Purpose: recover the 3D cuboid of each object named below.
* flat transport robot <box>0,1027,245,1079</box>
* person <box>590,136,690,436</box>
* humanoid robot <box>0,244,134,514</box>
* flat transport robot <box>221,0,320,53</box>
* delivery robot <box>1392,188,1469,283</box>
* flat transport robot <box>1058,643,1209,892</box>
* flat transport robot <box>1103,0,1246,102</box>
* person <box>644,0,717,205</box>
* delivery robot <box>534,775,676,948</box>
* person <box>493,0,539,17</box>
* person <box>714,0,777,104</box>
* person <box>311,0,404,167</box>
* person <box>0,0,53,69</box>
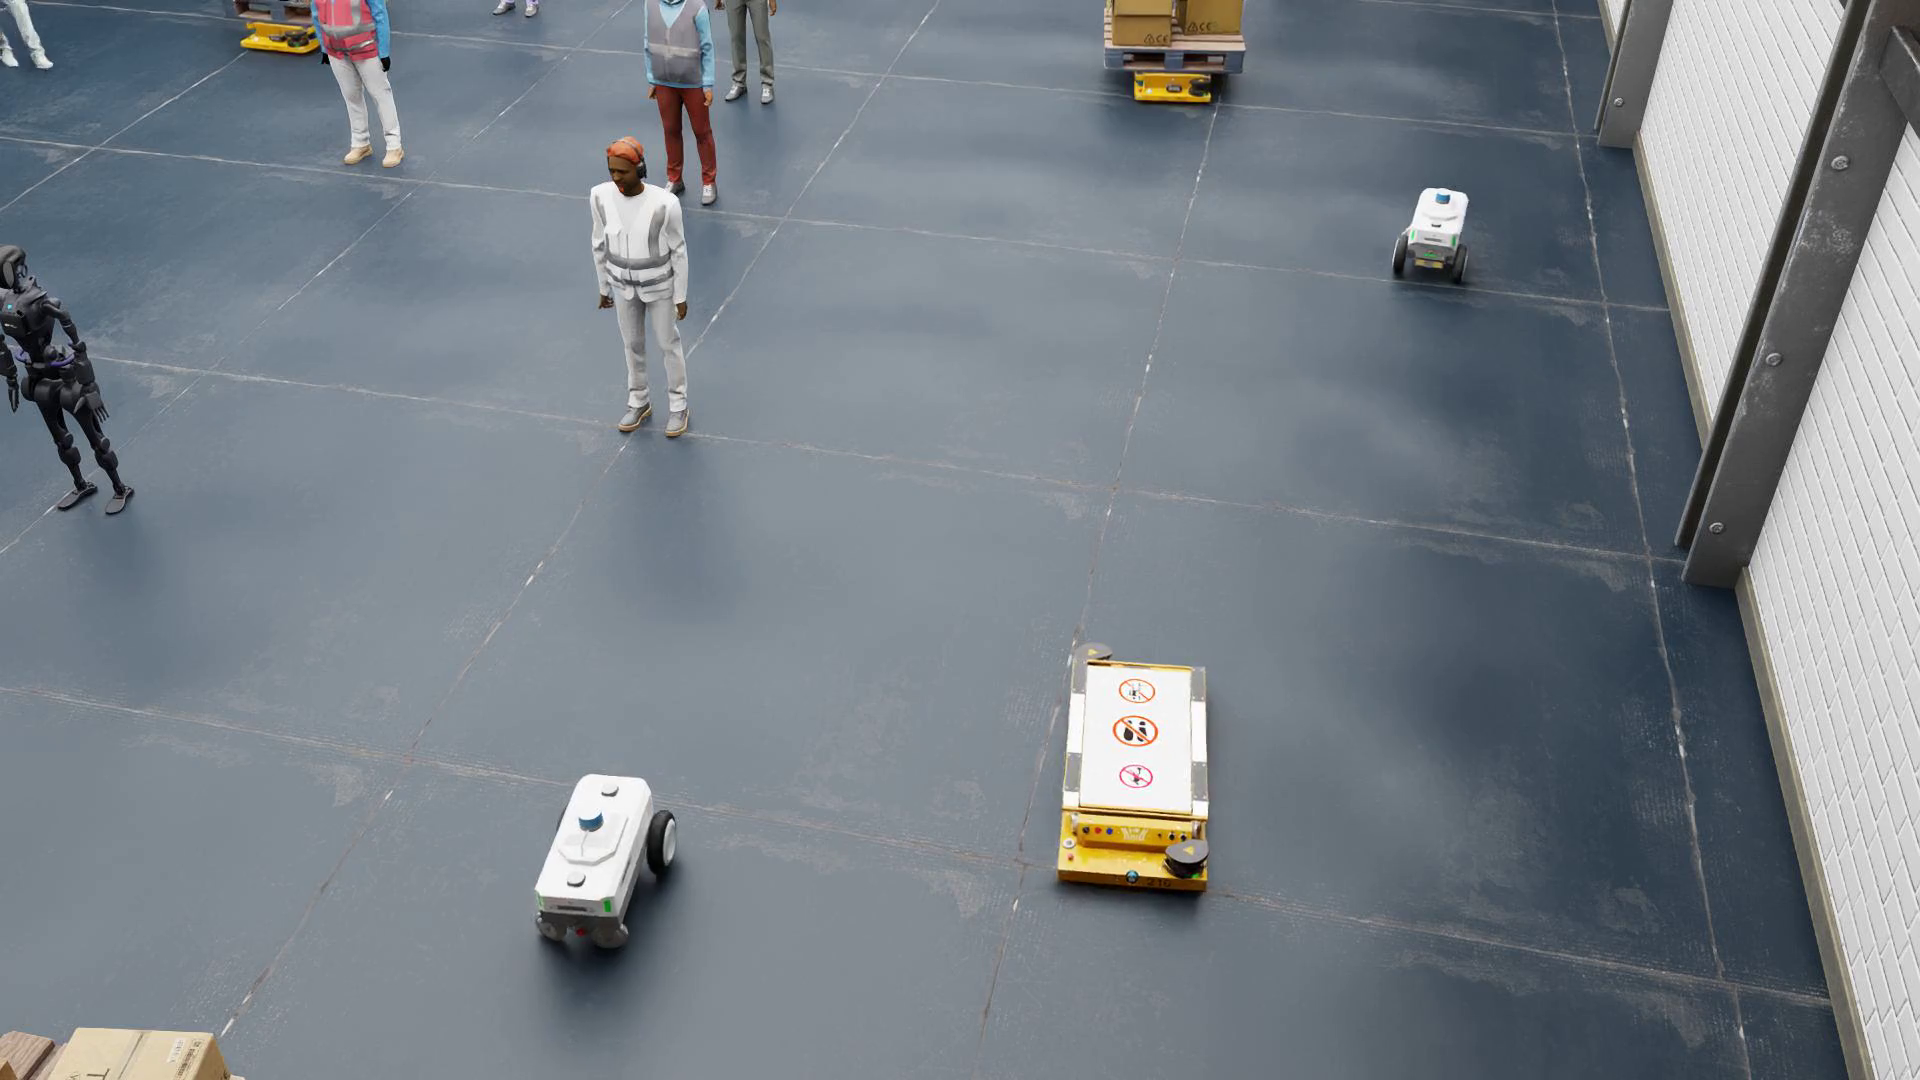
[{"bbox_3d":[-3.227,2.506,5.866,1.431,0.231,0.659,8,37,10],"label":"flat transport robot"},{"bbox_3d":[-1.883,-1.485,9.858,0.579,1.882,0.353,8,37,10],"label":"person"},{"bbox_3d":[-5.008,-0.877,9.204,0.599,1.657,0.315,8,37,10],"label":"humanoid robot"},{"bbox_3d":[-6.185,-5.002,15.913,0.659,0.231,1.431,9,38,12],"label":"flat transport robot"},{"bbox_3d":[3.413,-2.207,11.946,0.515,0.609,0.781,12,38,16],"label":"delivery robot"},{"bbox_3d":[0.826,1.036,7.832,0.659,0.231,1.431,4,37,5],"label":"flat transport robot"},{"bbox_3d":[1.881,-4.285,14.953,0.659,0.231,1.431,2,37,3],"label":"flat transport robot"},{"bbox_3d":[-2.090,-3.456,12.495,0.540,1.883,0.405,8,37,10],"label":"person"},{"bbox_3d":[-1.563,1.358,7.179,0.524,0.614,0.786,4,37,5],"label":"delivery robot"},{"bbox_3d":[-4.329,-5.948,15.858,0.567,1.849,0.386,8,37,10],"label":"person"},{"bbox_3d":[-1.810,-4.642,14.113,0.567,1.845,0.386,8,37,10],"label":"person"},{"bbox_3d":[-4.753,-3.843,13.046,0.628,1.846,0.429,8,37,10],"label":"person"},{"bbox_3d":[-8.518,-4.968,14.656,0.822,1.715,0.498,31,47,34],"label":"person"}]
